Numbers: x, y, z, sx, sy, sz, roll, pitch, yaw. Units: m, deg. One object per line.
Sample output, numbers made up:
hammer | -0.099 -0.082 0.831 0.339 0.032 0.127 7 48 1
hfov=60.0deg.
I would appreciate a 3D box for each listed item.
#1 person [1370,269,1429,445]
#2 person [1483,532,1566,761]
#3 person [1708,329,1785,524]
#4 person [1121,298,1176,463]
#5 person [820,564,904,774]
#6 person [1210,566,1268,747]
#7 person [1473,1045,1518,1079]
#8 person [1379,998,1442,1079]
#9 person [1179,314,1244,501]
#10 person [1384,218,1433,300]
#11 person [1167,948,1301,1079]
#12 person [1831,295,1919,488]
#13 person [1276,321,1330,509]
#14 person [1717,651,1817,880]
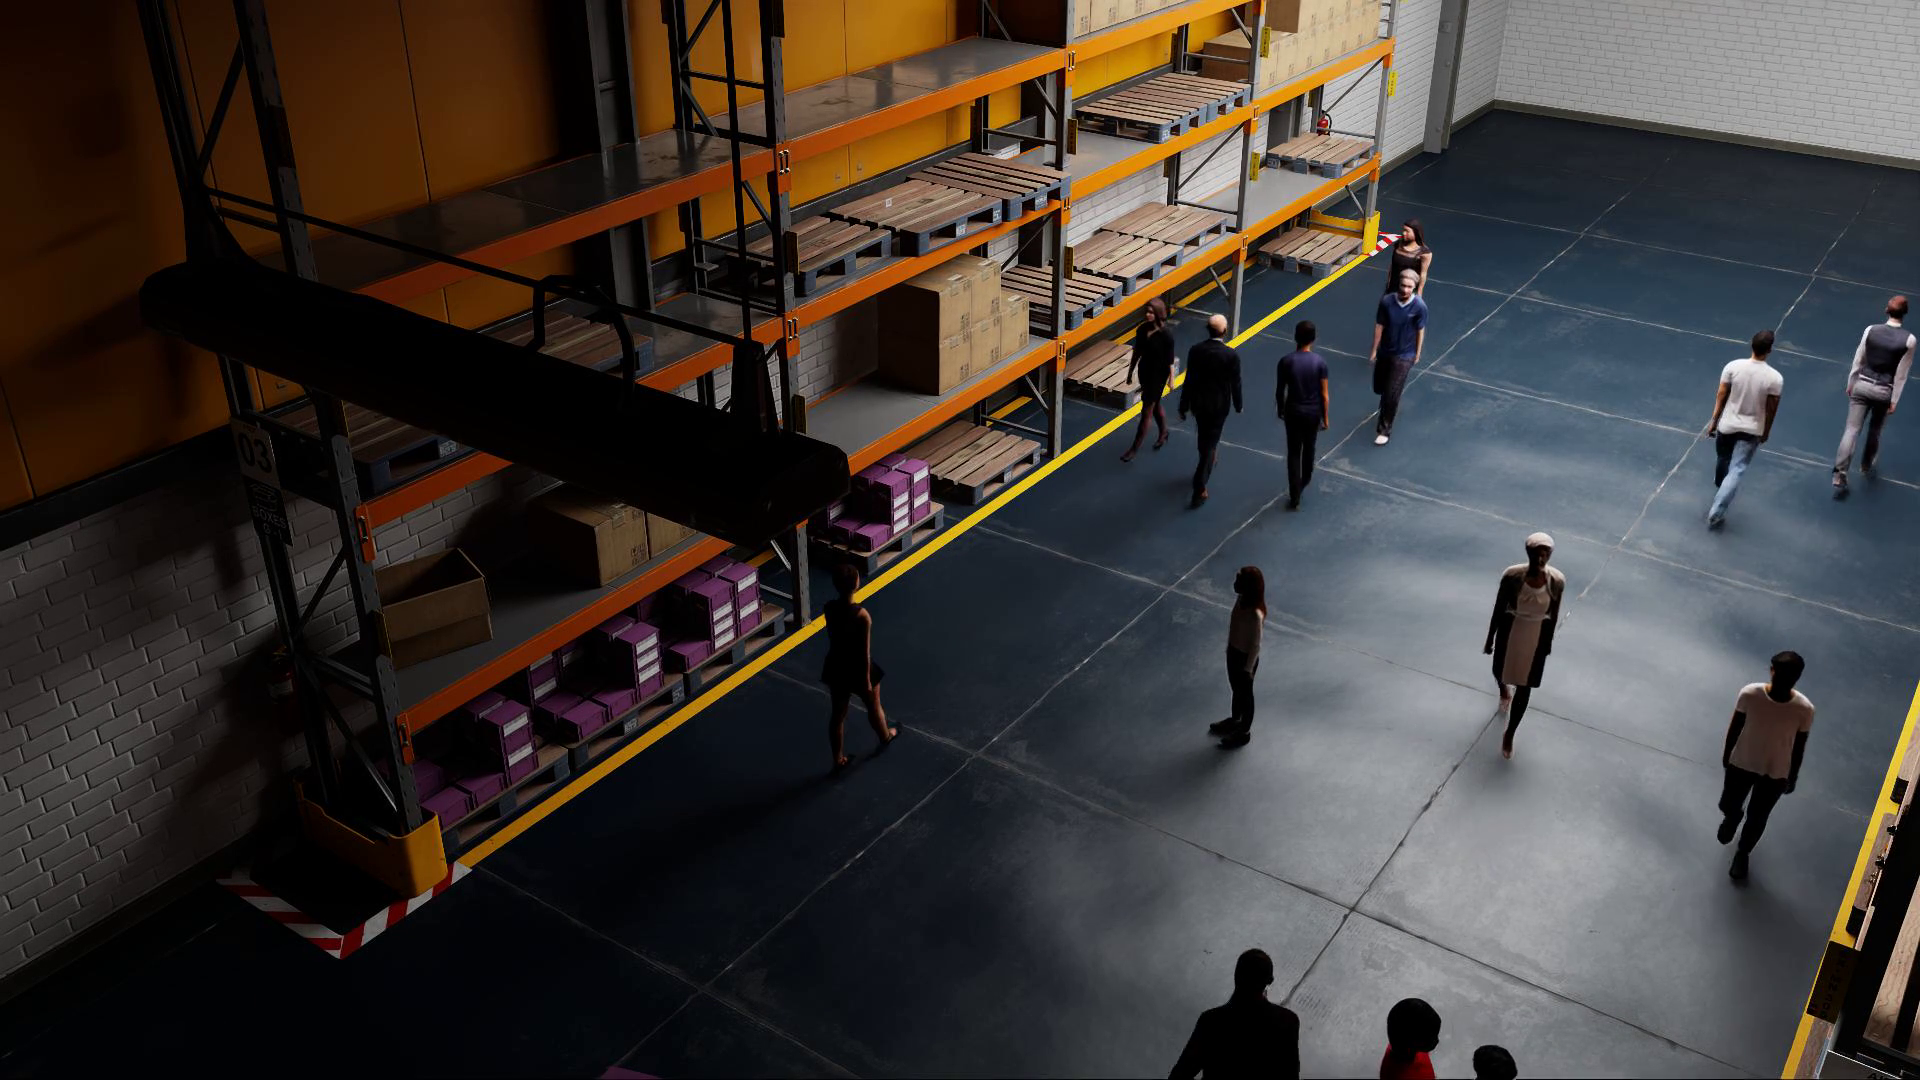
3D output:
person | 4.475 -1.918 16.995 0.737 1.837 1.041 16 33 27
person | 4.153 0.702 12.308 0.859 1.725 1.140 9 30 15
person | 7.184 -0.997 15.340 0.723 1.804 1.195 21 35 33
person | 1.984 -1.625 16.638 1.099 1.665 0.744 -25 37 -38
person | -0.839 0.949 11.926 0.594 1.658 0.889 18 33 30
person | 2.101 0.842 12.304 0.665 1.484 0.615 -6 29 -11
person | 2.617 3.058 8.497 0.682 1.239 0.744 -4 29 -7
person | 2.120 2.941 8.180 0.665 1.748 0.499 12 31 20
person | 2.359 -1.230 15.808 0.764 1.767 1.216 14 32 25
person | 5.008 -2.791 18.720 0.699 1.718 0.722 -21 35 -33
person | 1.370 2.894 8.165 1.363 1.845 1.439 -6 29 -10
person | 8.727 -1.384 15.951 0.787 1.899 1.287 24 36 36
person | 3.209 -1.133 15.653 0.916 1.744 1.065 7 29 12
person | 5.313 1.430 10.990 0.650 1.709 0.738 16 32 27
